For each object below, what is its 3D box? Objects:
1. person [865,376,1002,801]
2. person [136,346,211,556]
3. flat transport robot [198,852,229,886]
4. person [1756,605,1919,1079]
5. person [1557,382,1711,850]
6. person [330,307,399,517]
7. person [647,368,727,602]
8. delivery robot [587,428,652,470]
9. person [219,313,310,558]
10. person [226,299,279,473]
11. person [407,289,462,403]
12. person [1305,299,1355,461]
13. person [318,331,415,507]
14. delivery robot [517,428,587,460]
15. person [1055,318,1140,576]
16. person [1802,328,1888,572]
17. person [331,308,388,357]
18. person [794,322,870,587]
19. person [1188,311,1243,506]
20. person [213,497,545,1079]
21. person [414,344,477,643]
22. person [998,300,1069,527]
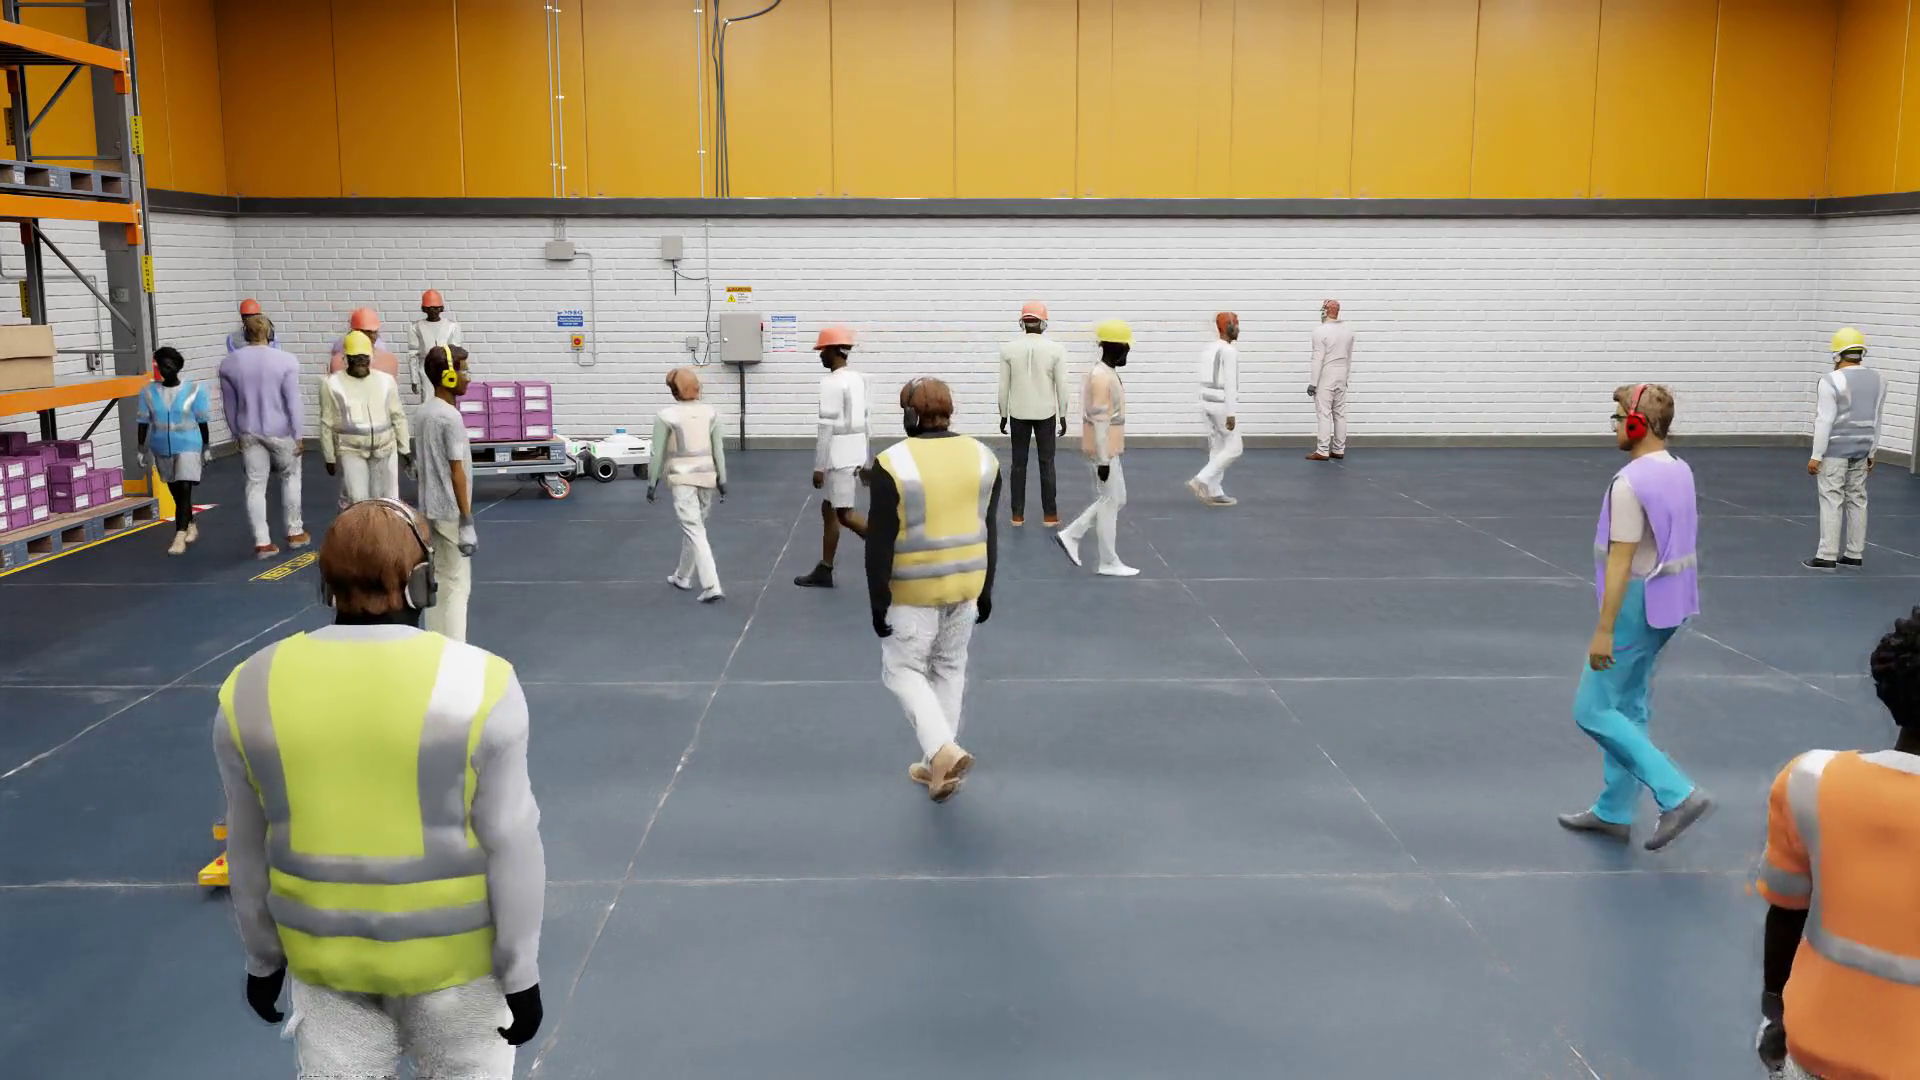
[{"bbox_3d":[-0.088,0.223,7.031,0.635,1.824,0.605,-6,11,-31],"label":"person"},{"bbox_3d":[-6.340,-0.740,13.448,0.536,1.654,0.888,-1,9,-7],"label":"person"},{"bbox_3d":[-2.415,1.051,6.680,0.652,0.197,1.431,0,9,0],"label":"flat transport robot"},{"bbox_3d":[1.665,0.947,3.002,0.468,1.686,0.541,-6,11,-32],"label":"person"},{"bbox_3d":[2.636,0.310,6.442,0.525,1.829,0.597,8,12,42],"label":"person"},{"bbox_3d":[-4.998,-0.972,13.939,0.632,1.959,0.971,-9,13,-44],"label":"person"},{"bbox_3d":[-1.859,-0.383,11.446,0.527,1.587,0.886,-8,12,-40],"label":"person"},{"bbox_3d":[-3.633,-0.963,17.876,0.707,0.478,0.477,-4,10,-23],"label":"delivery robot"},{"bbox_3d":[-5.497,-0.842,13.262,0.651,1.906,0.824,0,9,-3],"label":"person"},{"bbox_3d":[-7.837,-1.705,18.478,0.547,1.937,0.379,-6,11,-32],"label":"person"},{"bbox_3d":[-6.146,-1.925,19.554,0.613,2.033,0.412,-4,10,-21],"label":"person"},{"bbox_3d":[4.365,-1.895,19.739,0.637,1.911,0.406,-7,11,-35],"label":"person"},{"bbox_3d":[-4.457,-0.672,12.573,0.610,1.786,0.895,-8,12,-39],"label":"person"},{"bbox_3d":[-4.381,-0.962,17.865,0.707,0.478,0.477,1,9,9],"label":"delivery robot"},{"bbox_3d":[1.035,-0.675,12.236,0.539,1.913,0.613,1,9,7],"label":"person"},{"bbox_3d":[6.610,-0.671,12.469,0.600,1.827,0.404,-3,10,-18],"label":"person"},{"bbox_3d":[-6.042,-1.387,16.696,0.687,1.879,0.649,3,10,19],"label":"person"},{"bbox_3d":[-0.735,-0.566,11.652,0.888,1.904,0.552,3,10,19],"label":"person"},{"bbox_3d":[2.459,-1.234,15.806,0.468,1.864,0.596,-2,9,-11],"label":"person"},{"bbox_3d":[-1.137,0.820,3.369,0.639,1.841,0.557,0,9,3],"label":"person"},{"bbox_3d":[-2.737,-0.115,8.943,0.314,1.868,0.534,-8,12,-39],"label":"person"},{"bbox_3d":[0.649,-1.111,14.672,0.623,1.989,0.399,2,9,10],"label":"person"}]
